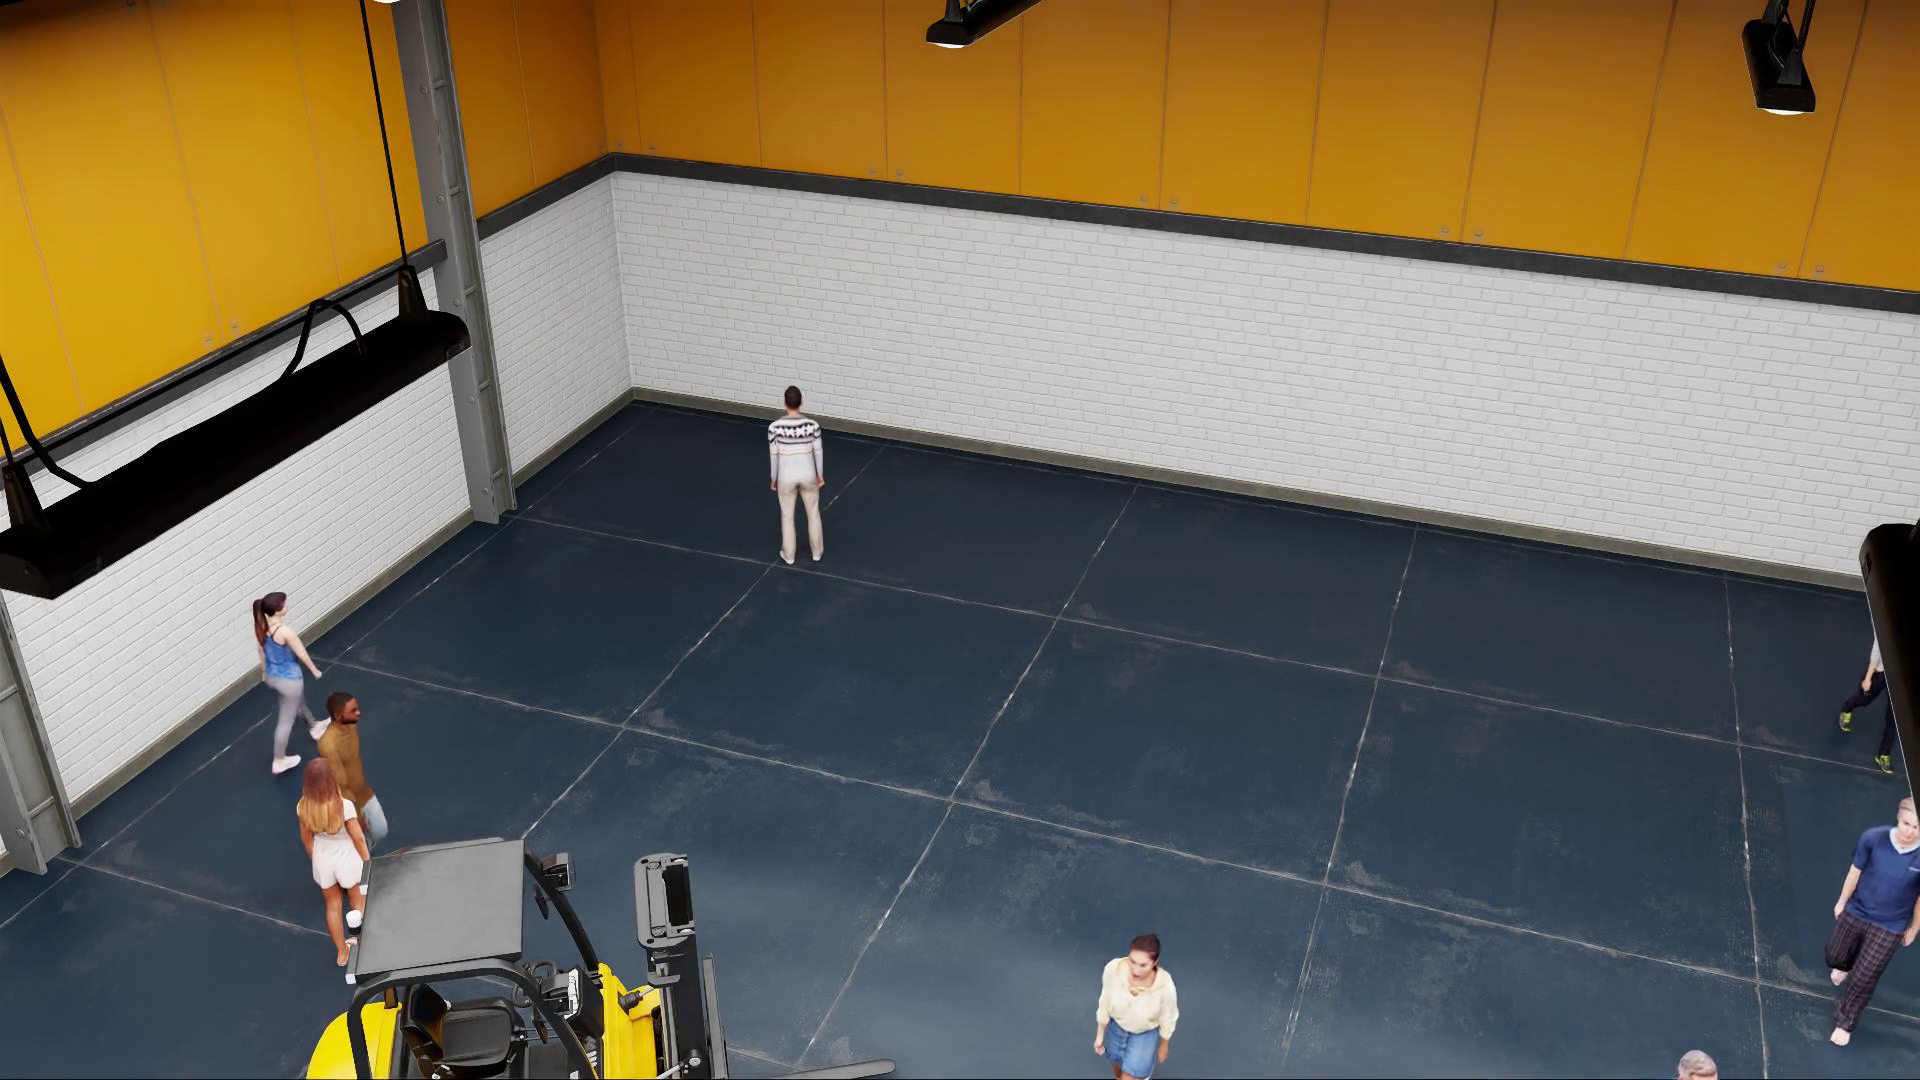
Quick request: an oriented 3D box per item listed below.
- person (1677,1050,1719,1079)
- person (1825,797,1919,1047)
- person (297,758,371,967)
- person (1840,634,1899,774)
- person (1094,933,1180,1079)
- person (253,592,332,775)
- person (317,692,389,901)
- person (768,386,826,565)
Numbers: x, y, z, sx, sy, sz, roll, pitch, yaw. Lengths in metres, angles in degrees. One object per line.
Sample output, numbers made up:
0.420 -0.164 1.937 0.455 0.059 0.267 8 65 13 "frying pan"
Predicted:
3.773 3.382 9.109 1.049 1.803 1.116 -12 31 -21 "person"
5.977 2.407 10.839 0.841 1.857 1.004 21 35 33 "person"
-4.254 2.206 11.378 0.623 1.695 0.618 3 29 5 "person"
7.592 1.070 13.639 0.736 1.525 1.084 3 29 5 "person"
1.071 2.972 10.064 0.762 1.608 1.072 15 32 26 "person"
-5.491 1.179 13.388 0.662 1.573 0.992 14 32 24 "person"
-4.477 1.866 11.897 0.771 1.794 0.661 2 29 3 "person"
-1.611 -0.633 16.411 0.765 1.860 0.759 -6 29 -11 "person"
